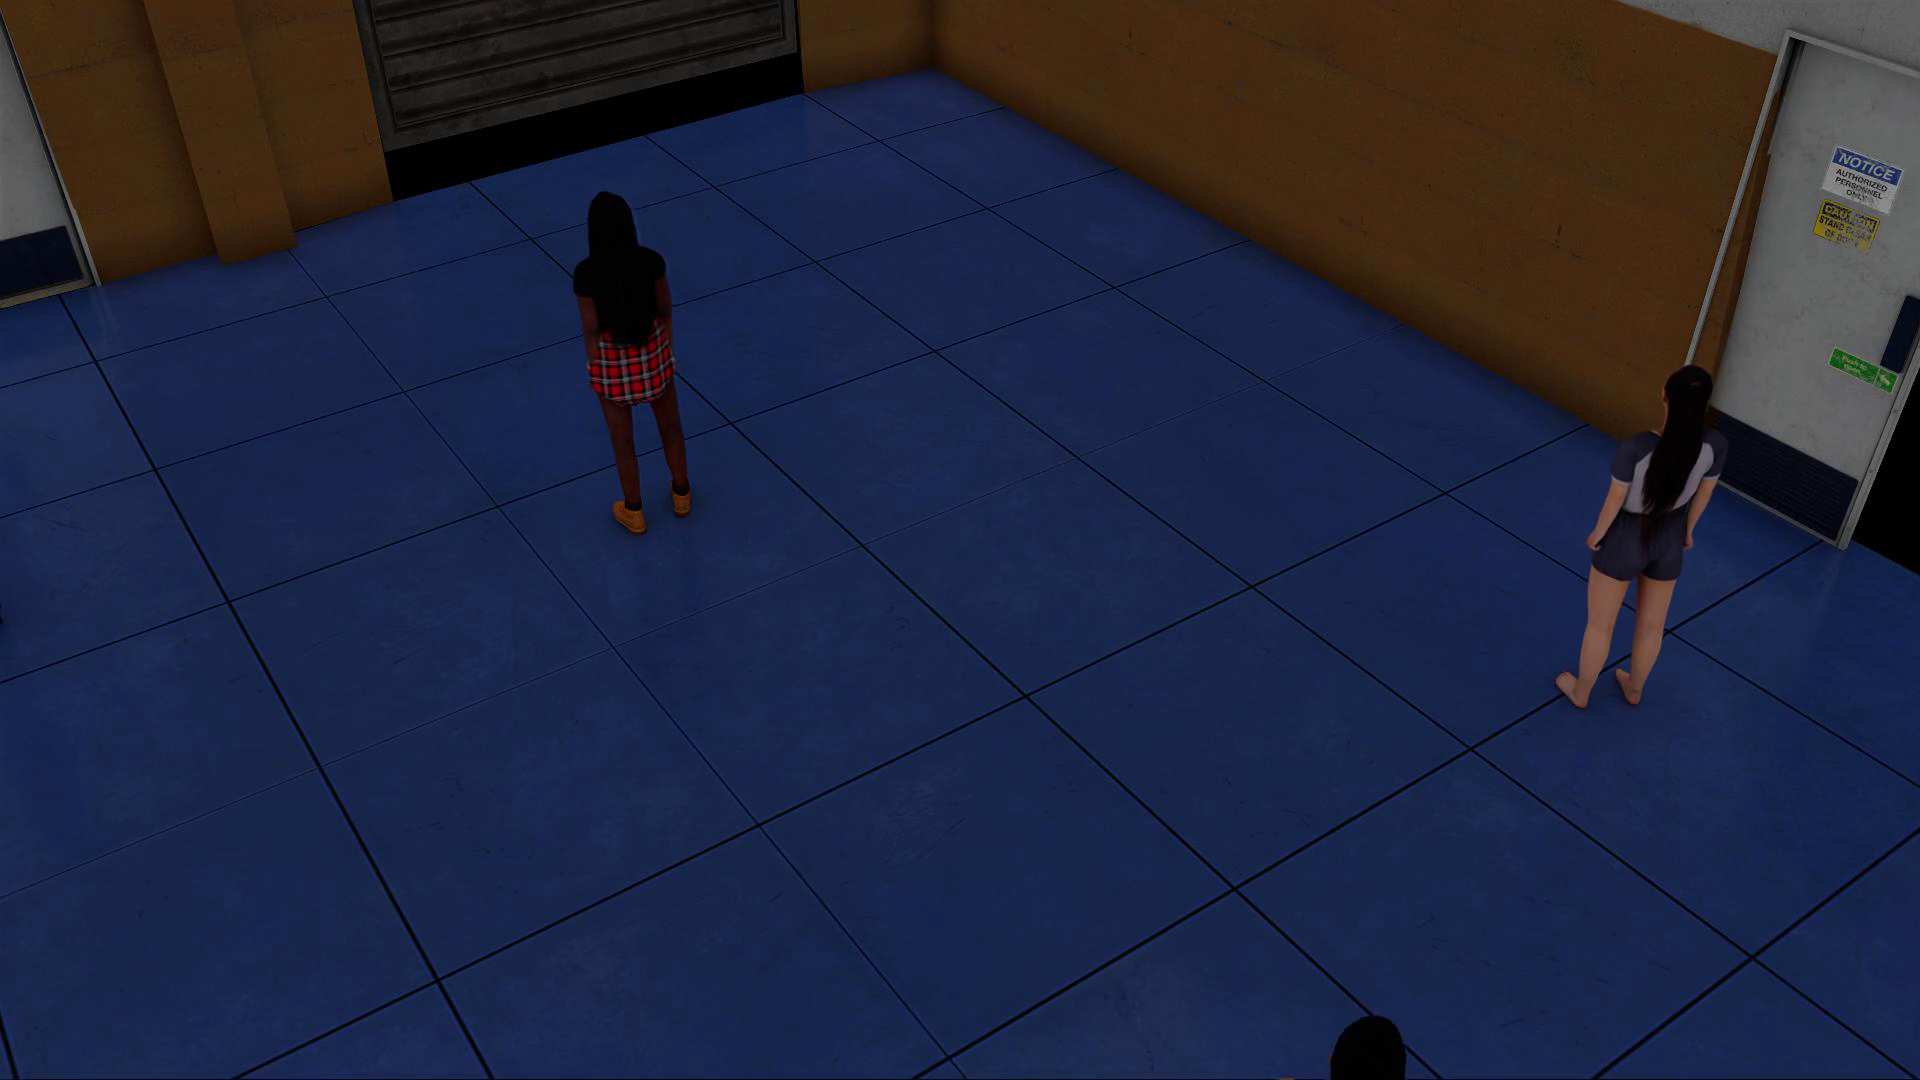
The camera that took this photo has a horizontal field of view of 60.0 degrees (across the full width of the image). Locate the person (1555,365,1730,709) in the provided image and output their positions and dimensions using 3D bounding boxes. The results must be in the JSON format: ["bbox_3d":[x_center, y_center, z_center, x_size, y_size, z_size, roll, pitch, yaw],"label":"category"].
[{"bbox_3d":[2.779,0.019,6.748,0.629,1.650,0.732,-1,37,-1],"label":"person"}]

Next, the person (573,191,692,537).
[{"bbox_3d":[-1.539,-0.819,7.800,0.543,1.727,0.679,-20,41,-24],"label":"person"}]

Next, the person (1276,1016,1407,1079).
[{"bbox_3d":[0.868,1.883,4.214,1.075,1.709,1.238,13,39,16],"label":"person"}]
